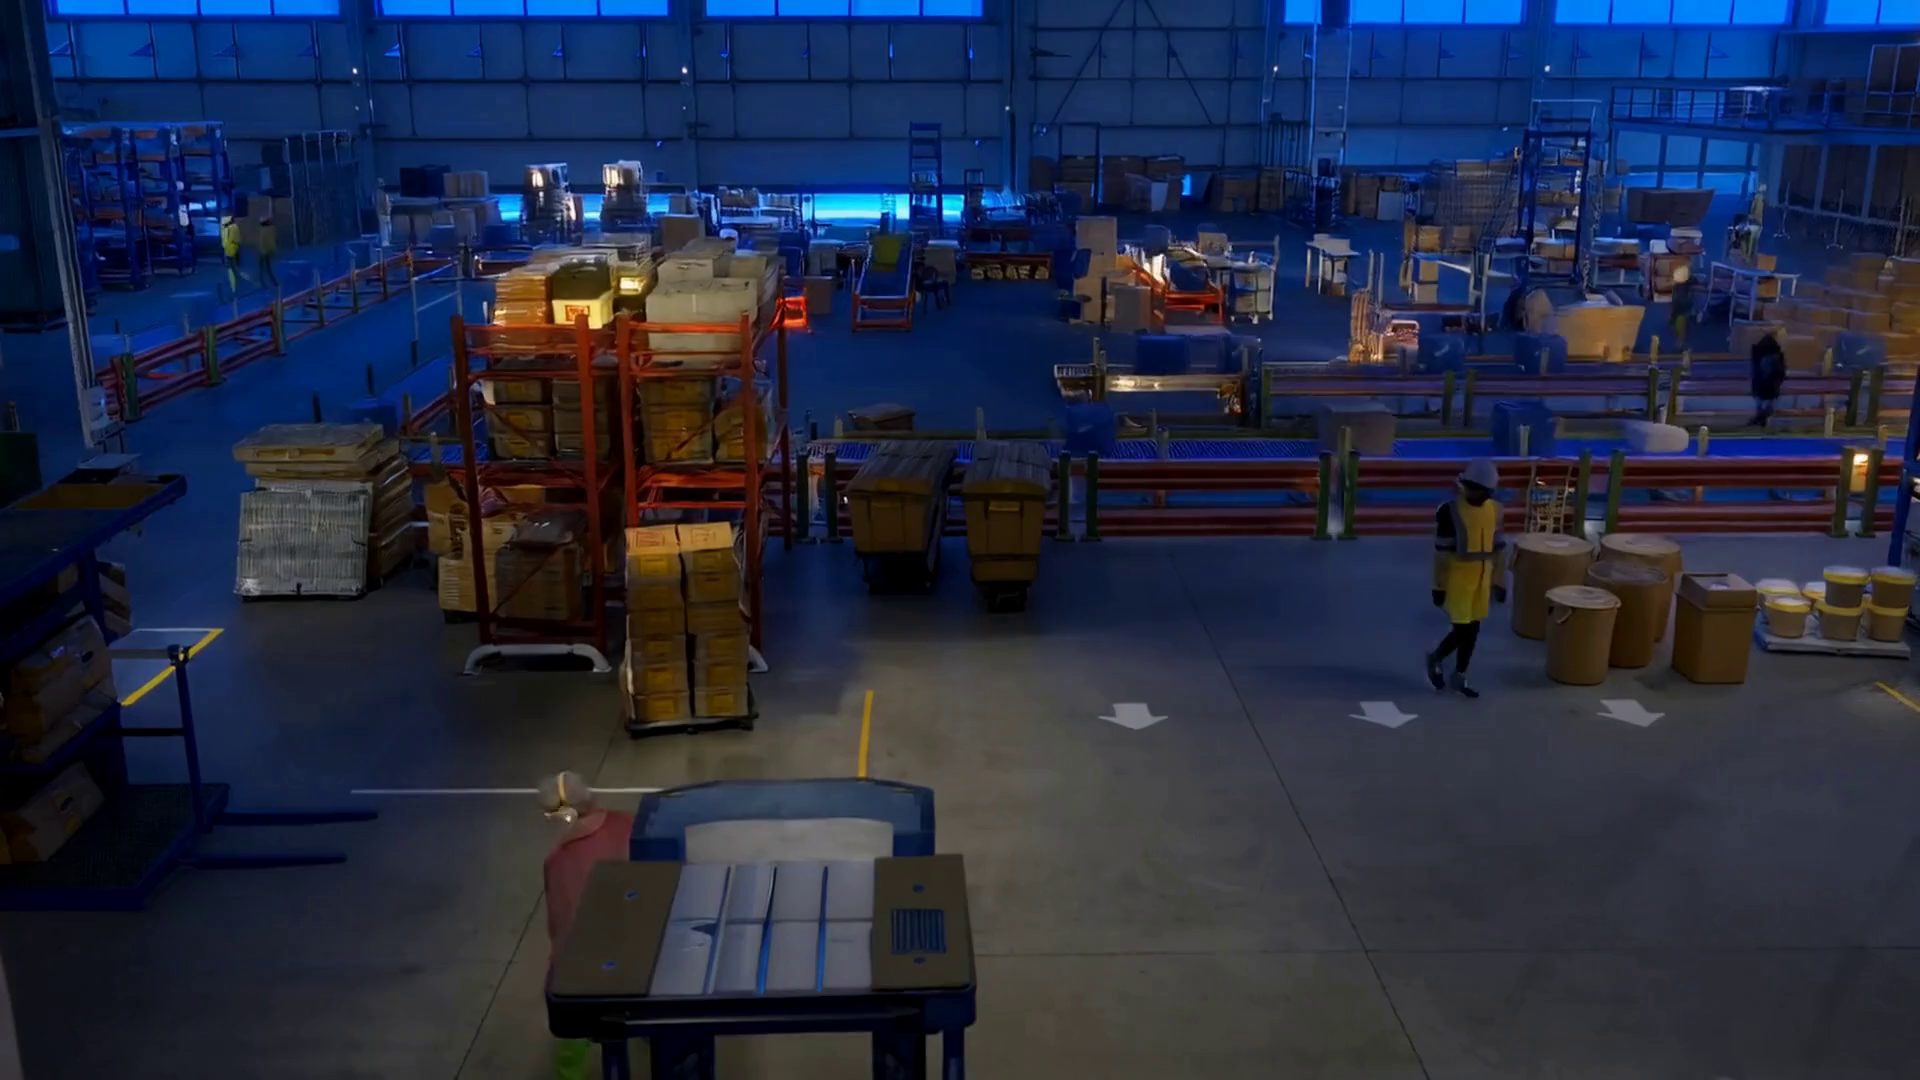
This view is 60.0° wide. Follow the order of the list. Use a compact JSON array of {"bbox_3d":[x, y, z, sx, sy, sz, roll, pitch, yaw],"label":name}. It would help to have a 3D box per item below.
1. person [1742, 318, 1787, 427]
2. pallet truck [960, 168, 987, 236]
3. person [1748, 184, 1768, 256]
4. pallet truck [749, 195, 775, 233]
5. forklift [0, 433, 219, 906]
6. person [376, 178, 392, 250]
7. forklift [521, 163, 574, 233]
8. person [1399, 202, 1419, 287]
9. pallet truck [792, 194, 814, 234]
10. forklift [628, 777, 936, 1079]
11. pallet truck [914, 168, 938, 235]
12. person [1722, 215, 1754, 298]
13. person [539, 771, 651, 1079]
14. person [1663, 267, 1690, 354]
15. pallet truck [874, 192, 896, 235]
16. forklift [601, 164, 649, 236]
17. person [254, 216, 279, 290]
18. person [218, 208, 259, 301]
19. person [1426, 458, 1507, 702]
[{"bbox_3d":[10.420,-1.937,21.561,0.543,1.892,0.668,2,16,6],"label":"person"},{"bbox_3d":[0.383,-10.230,50.206,0.823,1.965,1.885,-1,16,-3],"label":"pallet truck"},{"bbox_3d":[20.877,-8.331,43.621,0.389,1.989,0.610,10,19,30],"label":"person"},{"bbox_3d":[-6.051,-9.967,50.660,0.680,1.201,1.601,0,16,-1],"label":"pallet truck"},{"bbox_3d":[-5.952,0.780,10.366,1.873,2.768,1.129,0,16,-1],"label":"forklift"},{"bbox_3d":[-15.867,-8.976,45.854,0.395,1.994,0.612,-11,19,-34],"label":"person"},{"bbox_3d":[-12.233,-10.122,49.298,1.157,1.987,2.680,0,16,-1],"label":"forklift"},{"bbox_3d":[10.444,-6.866,38.614,0.349,1.942,0.545,-4,17,-14],"label":"person"},{"bbox_3d":[-4.814,-9.883,50.259,0.704,1.261,1.522,-1,16,-3],"label":"pallet truck"},{"bbox_3d":[-0.542,2.165,5.552,1.129,2.768,1.873,-1,16,-2],"label":"forklift"},{"bbox_3d":[-0.989,-10.316,50.507,0.823,1.965,1.885,1,16,3],"label":"pallet truck"},{"bbox_3d":[17.103,-6.227,36.608,0.595,1.824,0.404,15,22,42],"label":"person"},{"bbox_3d":[-1.717,1.973,8.063,1.002,1.856,0.648,6,17,20],"label":"person"},{"bbox_3d":[12.557,-3.963,29.107,0.361,1.616,0.497,-2,16,-8],"label":"person"},{"bbox_3d":[-2.277,-9.986,50.594,0.653,1.274,1.630,0,16,-1],"label":"pallet truck"},{"bbox_3d":[-9.948,-10.127,49.296,1.157,1.987,2.680,-1,16,-3],"label":"forklift"},{"bbox_3d":[-15.700,-6.457,37.599,0.533,1.709,0.902,3,16,9],"label":"person"},{"bbox_3d":[-15.826,-6.257,36.361,0.611,2.026,0.681,10,19,31],"label":"person"},{"bbox_3d":[4.127,0.328,13.442,0.612,2.028,0.414,-6,17,-20],"label":"person"}]
